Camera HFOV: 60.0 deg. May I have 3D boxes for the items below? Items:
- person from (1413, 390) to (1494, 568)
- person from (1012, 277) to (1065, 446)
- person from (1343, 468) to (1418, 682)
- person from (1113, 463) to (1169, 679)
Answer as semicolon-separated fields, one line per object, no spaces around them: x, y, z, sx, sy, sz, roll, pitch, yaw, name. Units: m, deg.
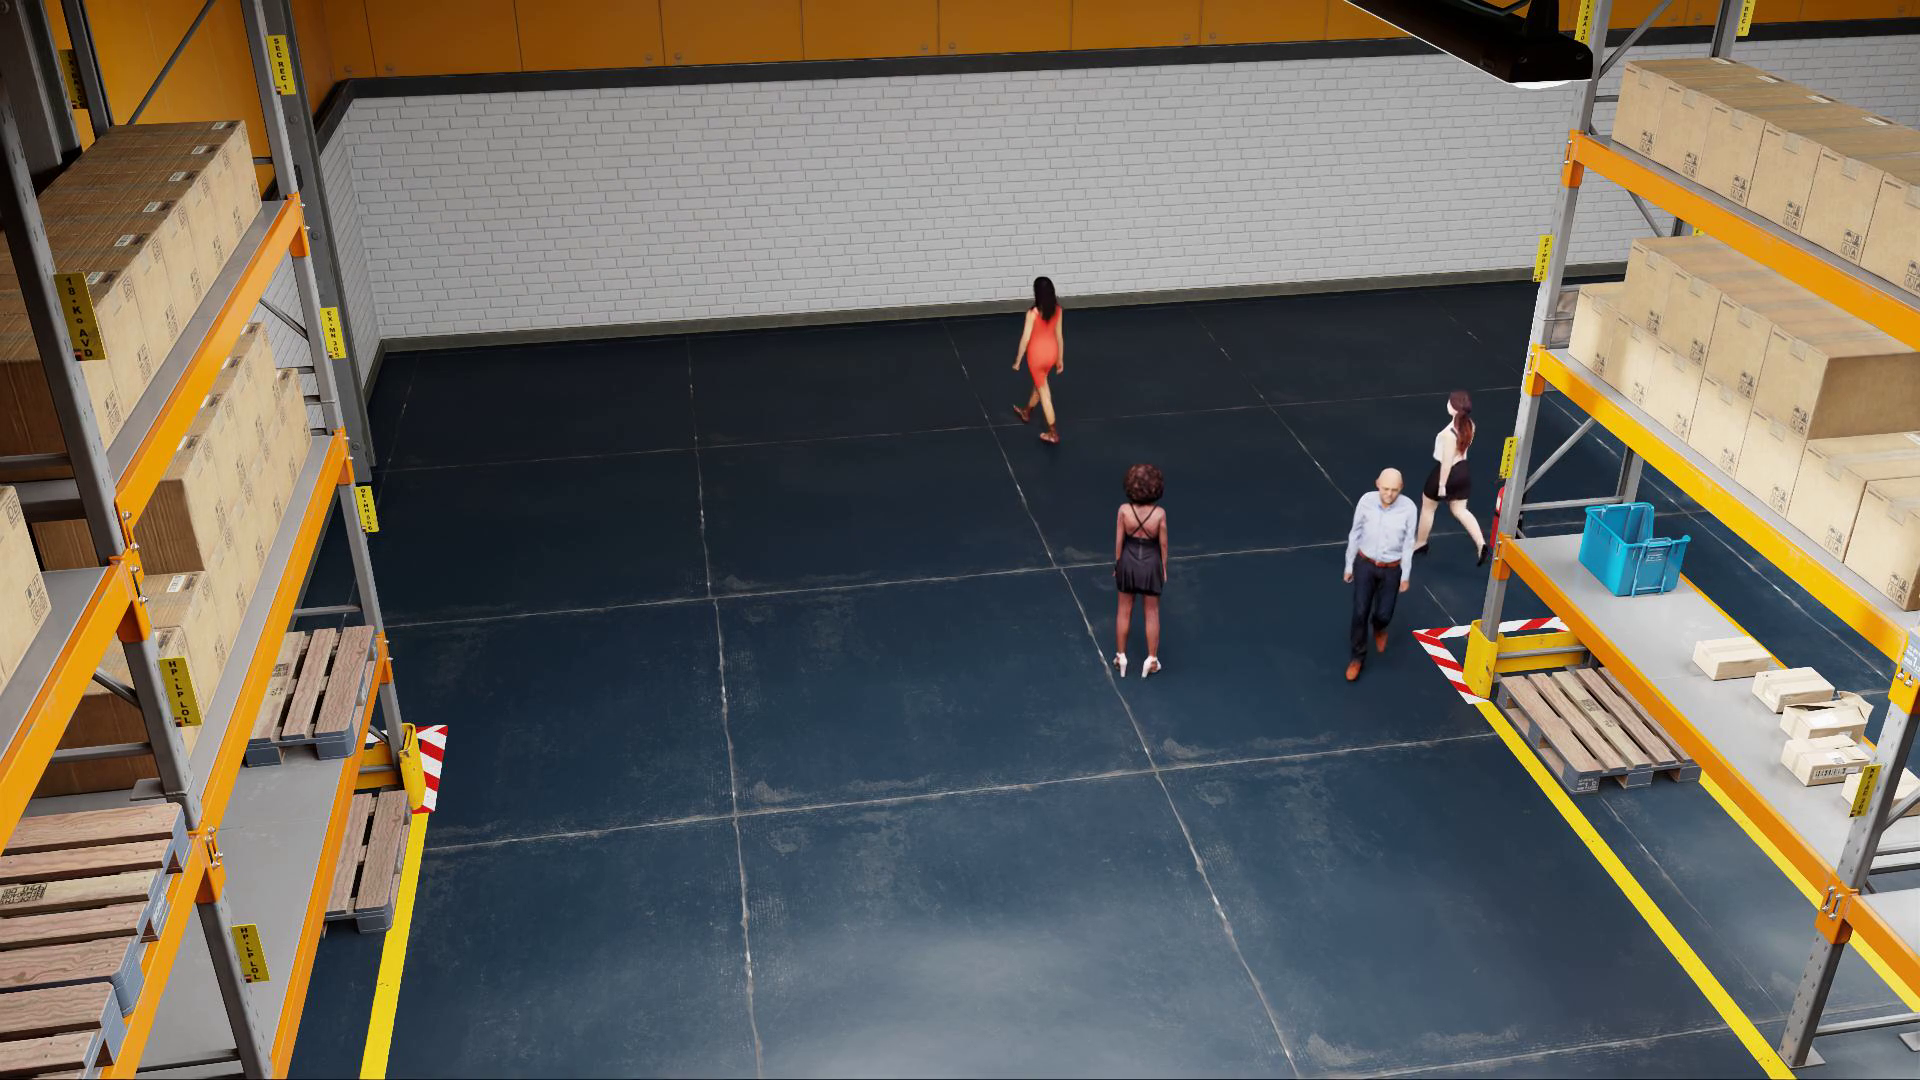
4.247;-0.488;14.166;0.901;1.623;1.094;-24;37;-36;person
0.861;-1.729;16.379;0.897;1.683;1.115;-21;35;-33;person
3.215;0.209;12.730;0.902;1.774;1.006;12;31;21;person
1.366;0.244;12.653;0.641;1.788;0.648;5;29;9;person
